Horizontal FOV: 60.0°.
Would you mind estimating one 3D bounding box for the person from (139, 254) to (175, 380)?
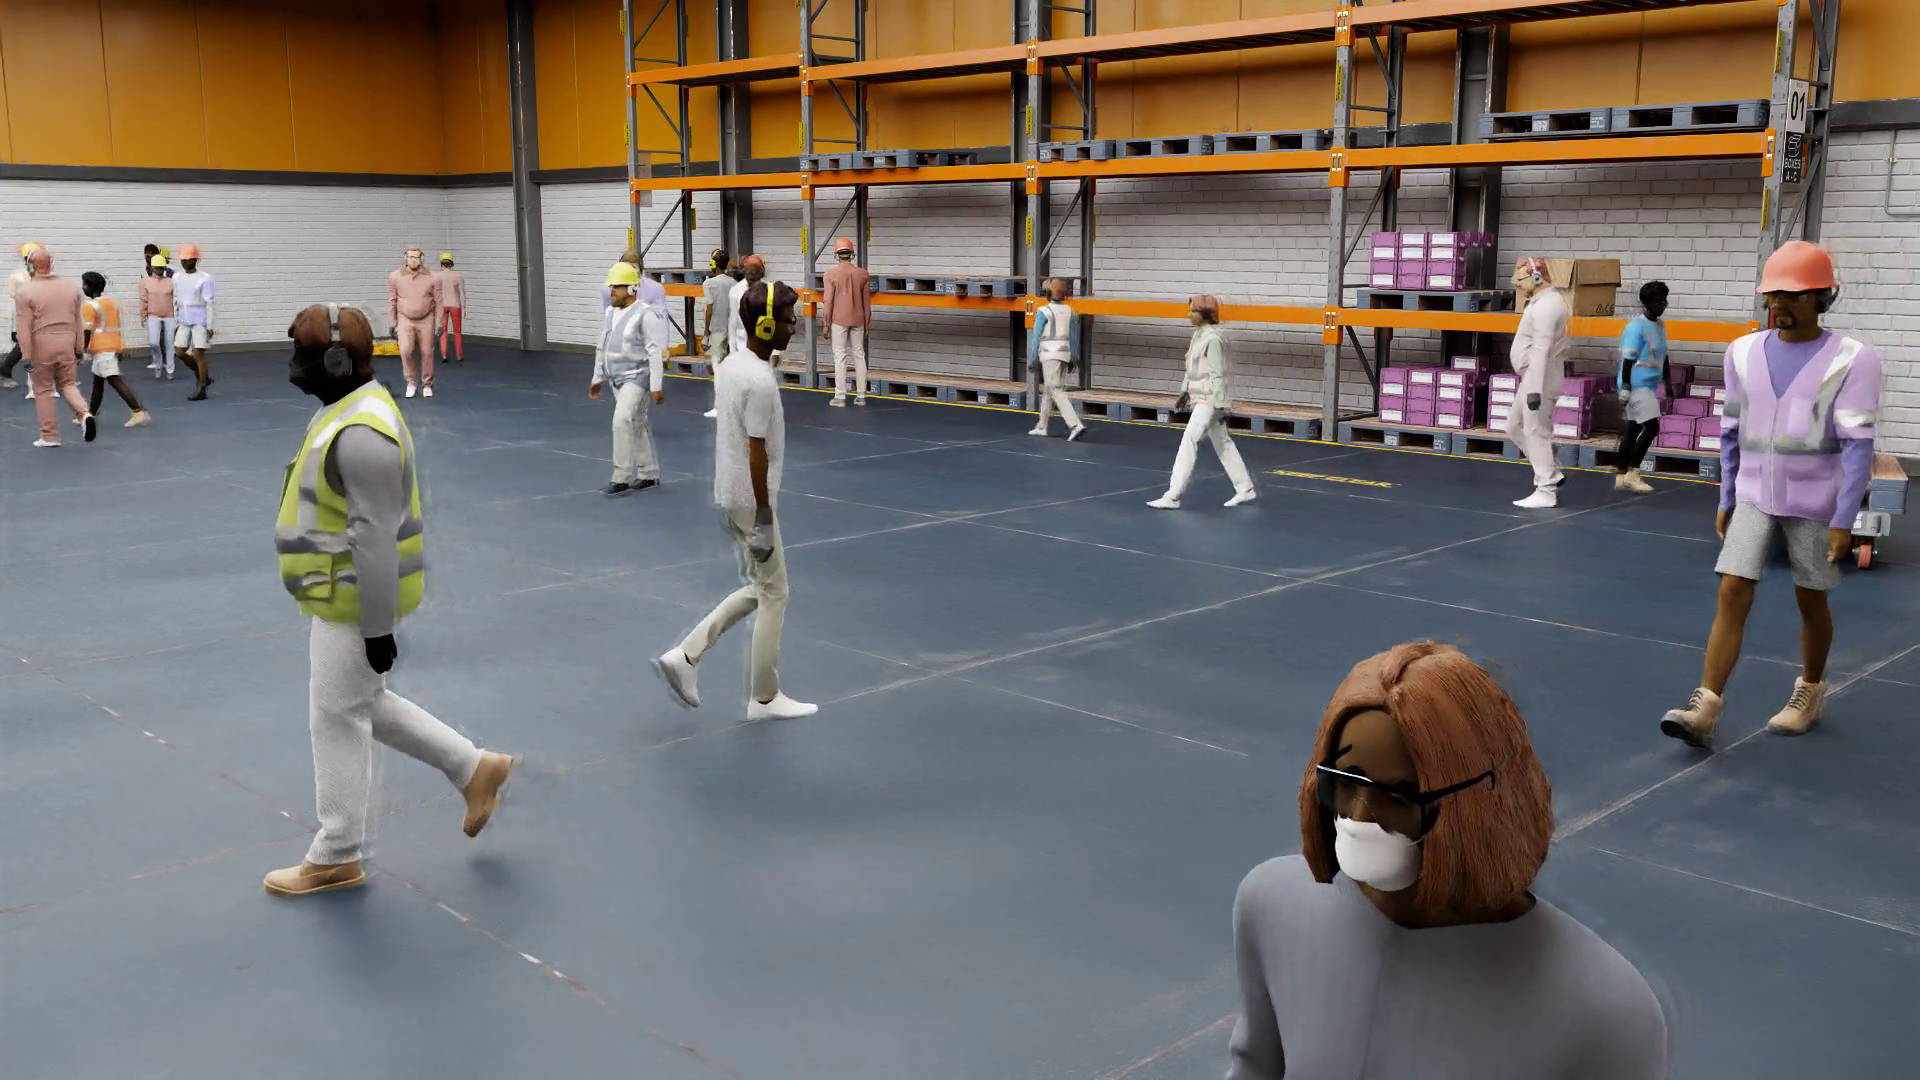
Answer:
[{"bbox_3d":[-11.145,-3.103,23.235,0.553,1.747,0.404,-5,12,-26],"label":"person"}]

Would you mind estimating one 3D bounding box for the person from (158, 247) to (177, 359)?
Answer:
[{"bbox_3d":[-13.080,-3.890,27.356,0.586,1.823,0.403,8,13,36],"label":"person"}]

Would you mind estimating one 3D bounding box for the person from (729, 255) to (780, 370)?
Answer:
[{"bbox_3d":[-2.045,-1.945,16.730,0.612,1.841,0.961,2,11,13],"label":"person"}]

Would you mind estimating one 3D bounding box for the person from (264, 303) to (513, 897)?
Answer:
[{"bbox_3d":[-1.814,0.178,5.160,0.699,1.826,0.637,-4,11,-20],"label":"person"}]

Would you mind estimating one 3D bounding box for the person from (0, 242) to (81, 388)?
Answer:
[{"bbox_3d":[-12.317,-2.970,22.033,1.042,1.950,0.621,0,10,1],"label":"person"}]

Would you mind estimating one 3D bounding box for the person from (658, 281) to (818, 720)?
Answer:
[{"bbox_3d":[-0.900,-0.134,6.809,0.562,1.842,0.545,-5,11,-23],"label":"person"}]

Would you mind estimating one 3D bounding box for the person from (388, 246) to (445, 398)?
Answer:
[{"bbox_3d":[-6.767,-2.704,20.707,0.688,1.885,0.611,-3,11,-14],"label":"person"}]

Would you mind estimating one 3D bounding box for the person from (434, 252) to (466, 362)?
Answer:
[{"bbox_3d":[-8.168,-3.718,26.611,0.527,1.778,0.350,-1,10,-8],"label":"person"}]

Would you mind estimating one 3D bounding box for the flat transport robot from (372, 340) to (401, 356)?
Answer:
[{"bbox_3d":[-9.823,-3.262,28.162,0.652,0.197,1.431,-6,12,-31],"label":"flat transport robot"}]

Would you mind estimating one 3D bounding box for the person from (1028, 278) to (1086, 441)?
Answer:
[{"bbox_3d":[0.962,-1.788,16.481,0.814,1.605,0.524,10,15,44],"label":"person"}]

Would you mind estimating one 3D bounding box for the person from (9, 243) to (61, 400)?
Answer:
[{"bbox_3d":[-11.397,-2.698,20.568,0.595,1.927,0.370,-9,14,-41],"label":"person"}]

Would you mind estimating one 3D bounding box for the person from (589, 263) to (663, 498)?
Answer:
[{"bbox_3d":[-2.673,-1.239,12.948,0.763,1.804,0.600,-9,14,-41],"label":"person"}]

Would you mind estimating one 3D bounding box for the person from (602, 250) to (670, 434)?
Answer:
[{"bbox_3d":[-3.235,-1.942,16.627,0.647,1.880,1.066,-2,11,-11],"label":"person"}]

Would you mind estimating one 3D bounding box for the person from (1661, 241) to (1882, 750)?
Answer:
[{"bbox_3d":[3.187,-0.149,6.486,1.030,1.989,0.637,-8,13,-38],"label":"person"}]

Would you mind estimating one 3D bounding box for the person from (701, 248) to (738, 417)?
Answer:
[{"bbox_3d":[-2.668,-2.305,18.568,0.328,1.876,0.515,10,14,42],"label":"person"}]

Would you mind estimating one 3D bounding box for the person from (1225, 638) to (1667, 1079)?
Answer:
[{"bbox_3d":[0.502,0.894,1.823,0.504,1.623,0.410,9,14,41],"label":"person"}]

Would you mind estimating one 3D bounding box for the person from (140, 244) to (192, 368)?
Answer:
[{"bbox_3d":[-12.236,-3.593,25.542,0.626,1.896,0.598,4,11,22],"label":"person"}]

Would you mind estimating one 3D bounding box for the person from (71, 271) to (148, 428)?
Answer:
[{"bbox_3d":[-8.987,-1.995,17.495,0.890,1.652,0.541,0,10,0],"label":"person"}]

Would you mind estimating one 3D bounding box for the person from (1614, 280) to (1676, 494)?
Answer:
[{"bbox_3d":[5.340,-1.178,12.965,0.484,1.667,0.581,8,13,38],"label":"person"}]

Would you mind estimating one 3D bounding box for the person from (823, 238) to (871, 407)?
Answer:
[{"bbox_3d":[-1.353,-2.577,19.730,0.612,1.991,0.392,-5,12,-27],"label":"person"}]

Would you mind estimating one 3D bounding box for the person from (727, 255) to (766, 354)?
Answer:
[{"bbox_3d":[-2.288,-2.181,18.092,0.527,1.810,0.643,2,11,13],"label":"person"}]

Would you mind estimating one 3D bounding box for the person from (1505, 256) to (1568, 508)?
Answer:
[{"bbox_3d":[4.314,-1.175,12.431,0.473,1.864,0.693,4,11,21],"label":"person"}]

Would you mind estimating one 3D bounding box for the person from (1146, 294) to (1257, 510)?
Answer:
[{"bbox_3d":[1.840,-1.016,12.308,0.851,1.596,0.517,0,10,-1],"label":"person"}]

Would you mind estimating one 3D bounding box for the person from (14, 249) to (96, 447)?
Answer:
[{"bbox_3d":[-8.631,-1.812,15.833,0.590,1.890,0.659,6,12,30],"label":"person"}]

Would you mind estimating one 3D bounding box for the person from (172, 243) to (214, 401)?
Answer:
[{"bbox_3d":[-9.408,-2.674,20.435,0.576,1.926,0.443,2,11,11],"label":"person"}]
